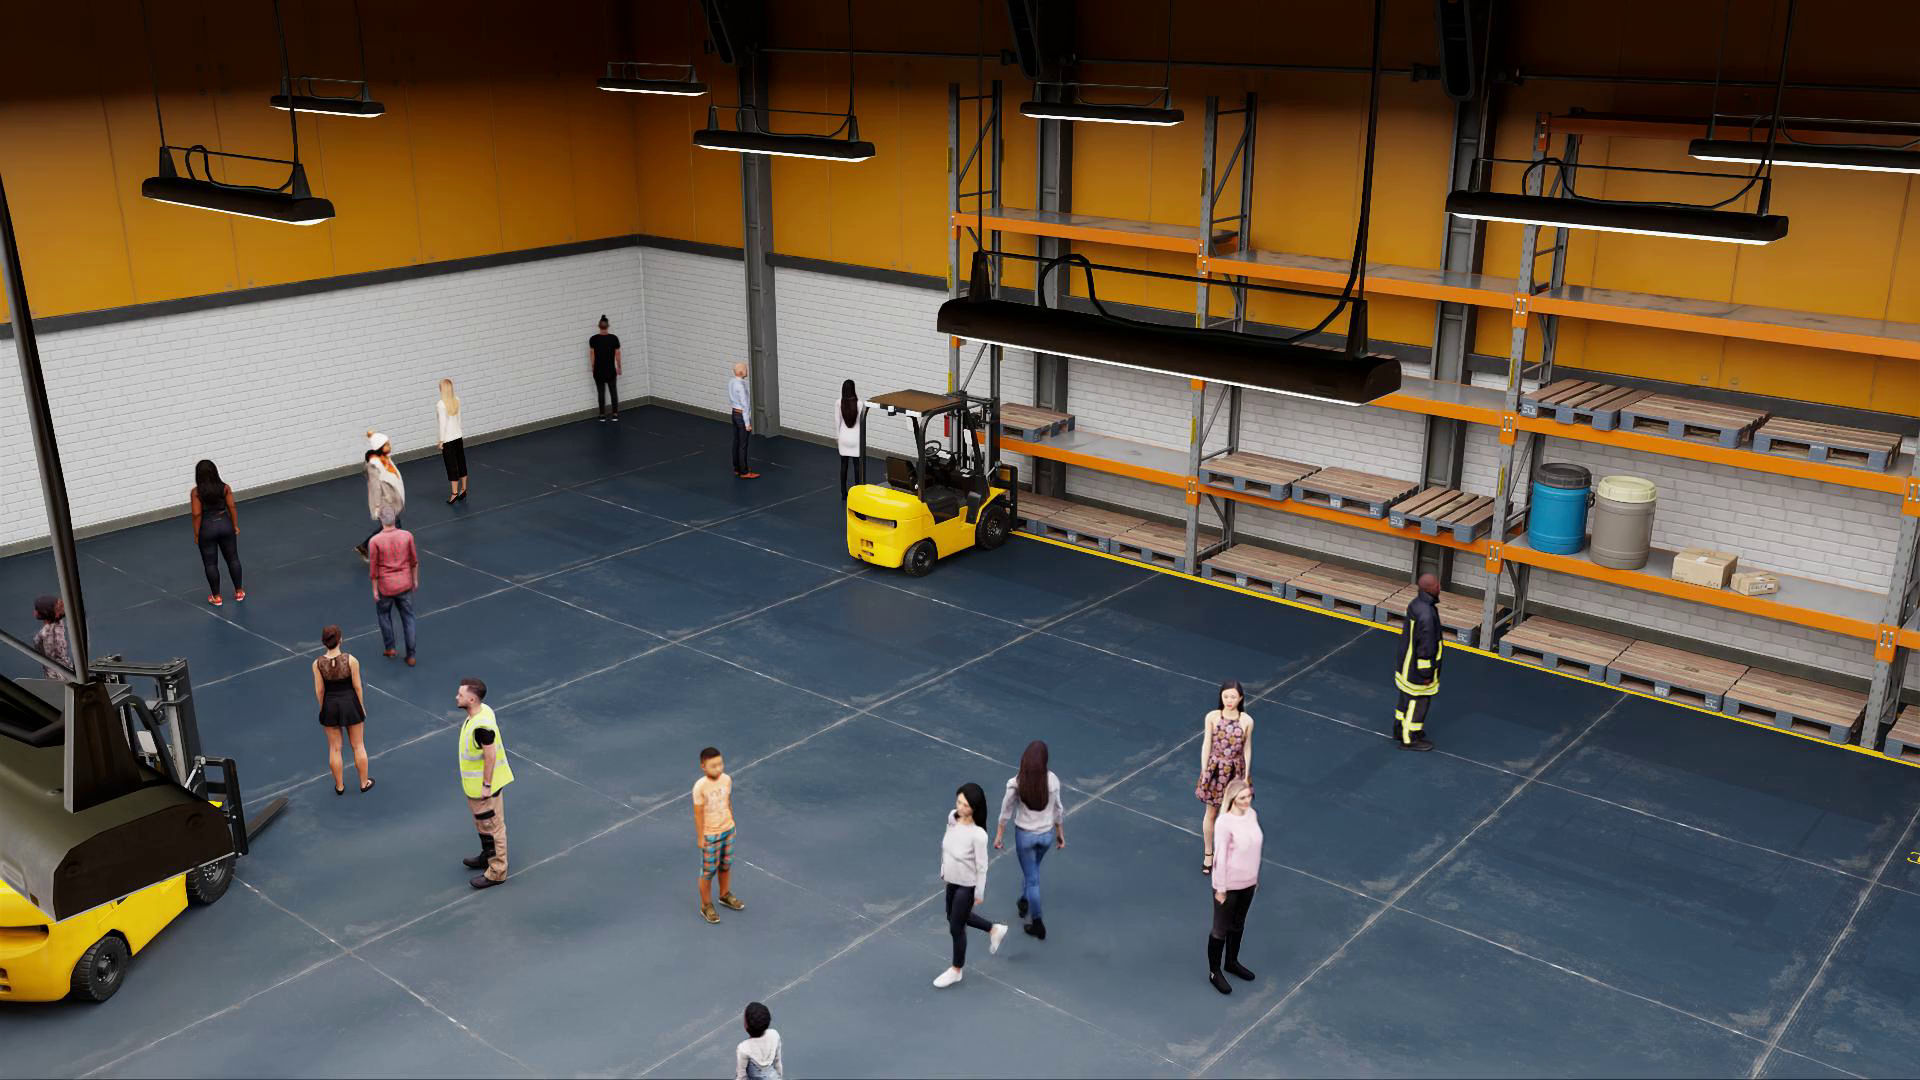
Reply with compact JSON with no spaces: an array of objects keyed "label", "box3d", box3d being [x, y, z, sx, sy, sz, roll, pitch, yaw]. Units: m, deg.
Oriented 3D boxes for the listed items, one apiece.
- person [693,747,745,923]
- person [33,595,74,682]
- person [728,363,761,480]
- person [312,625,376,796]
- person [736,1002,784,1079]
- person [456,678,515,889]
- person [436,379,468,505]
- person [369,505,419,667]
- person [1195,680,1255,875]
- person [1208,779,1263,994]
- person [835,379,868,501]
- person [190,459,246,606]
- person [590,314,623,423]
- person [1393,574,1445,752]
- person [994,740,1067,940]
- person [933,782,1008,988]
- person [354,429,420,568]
[{"label":"person","box3d":[-1.996,2.365,13.543,0.484,1.461,0.516,16,24,39]},{"label":"person","box3d":[-8.700,1.344,16.215,1.083,1.691,1.025,-2,19,-6]},{"label":"person","box3d":[-3.356,-1.841,25.517,0.774,1.791,0.623,-11,21,-29]},{"label":"person","box3d":[-5.788,1.577,15.550,0.681,1.674,0.730,-4,19,-11]},{"label":"person","box3d":[-1.241,3.505,10.500,0.558,1.243,0.869,-16,24,-39]},{"label":"person","box3d":[-4.027,2.009,13.997,0.899,1.846,0.813,-7,20,-19]},{"label":"person","box3d":[-7.411,-1.441,24.224,0.624,1.859,0.666,7,20,21]},{"label":"person","box3d":[-6.240,0.534,18.434,0.843,1.810,0.907,-11,22,-30]},{"label":"person","box3d":[2.250,2.013,14.097,0.781,1.774,0.858,2,19,6]},{"label":"person","box3d":[2.060,2.574,12.566,0.629,1.688,0.587,-15,24,-38]},{"label":"person","box3d":[-1.615,-1.472,24.398,0.627,1.806,0.751,4,19,11]},{"label":"person","box3d":[-9.109,-0.112,20.343,0.735,1.815,0.692,-13,23,-35]},{"label":"person","box3d":[-6.138,-2.994,28.819,0.765,1.869,0.789,-5,19,-14]},{"label":"person","box3d":[4.537,1.192,16.461,0.867,1.822,0.849,2,19,7]},{"label":"person","box3d":[0.635,2.407,13.207,0.905,1.596,0.966,-8,20,-24]},{"label":"person","box3d":[0.105,2.572,12.583,0.873,1.681,0.940,-10,21,-28]},{"label":"person","box3d":[-7.495,-0.509,21.445,1.178,1.864,1.114,-1,19,-4]}]
